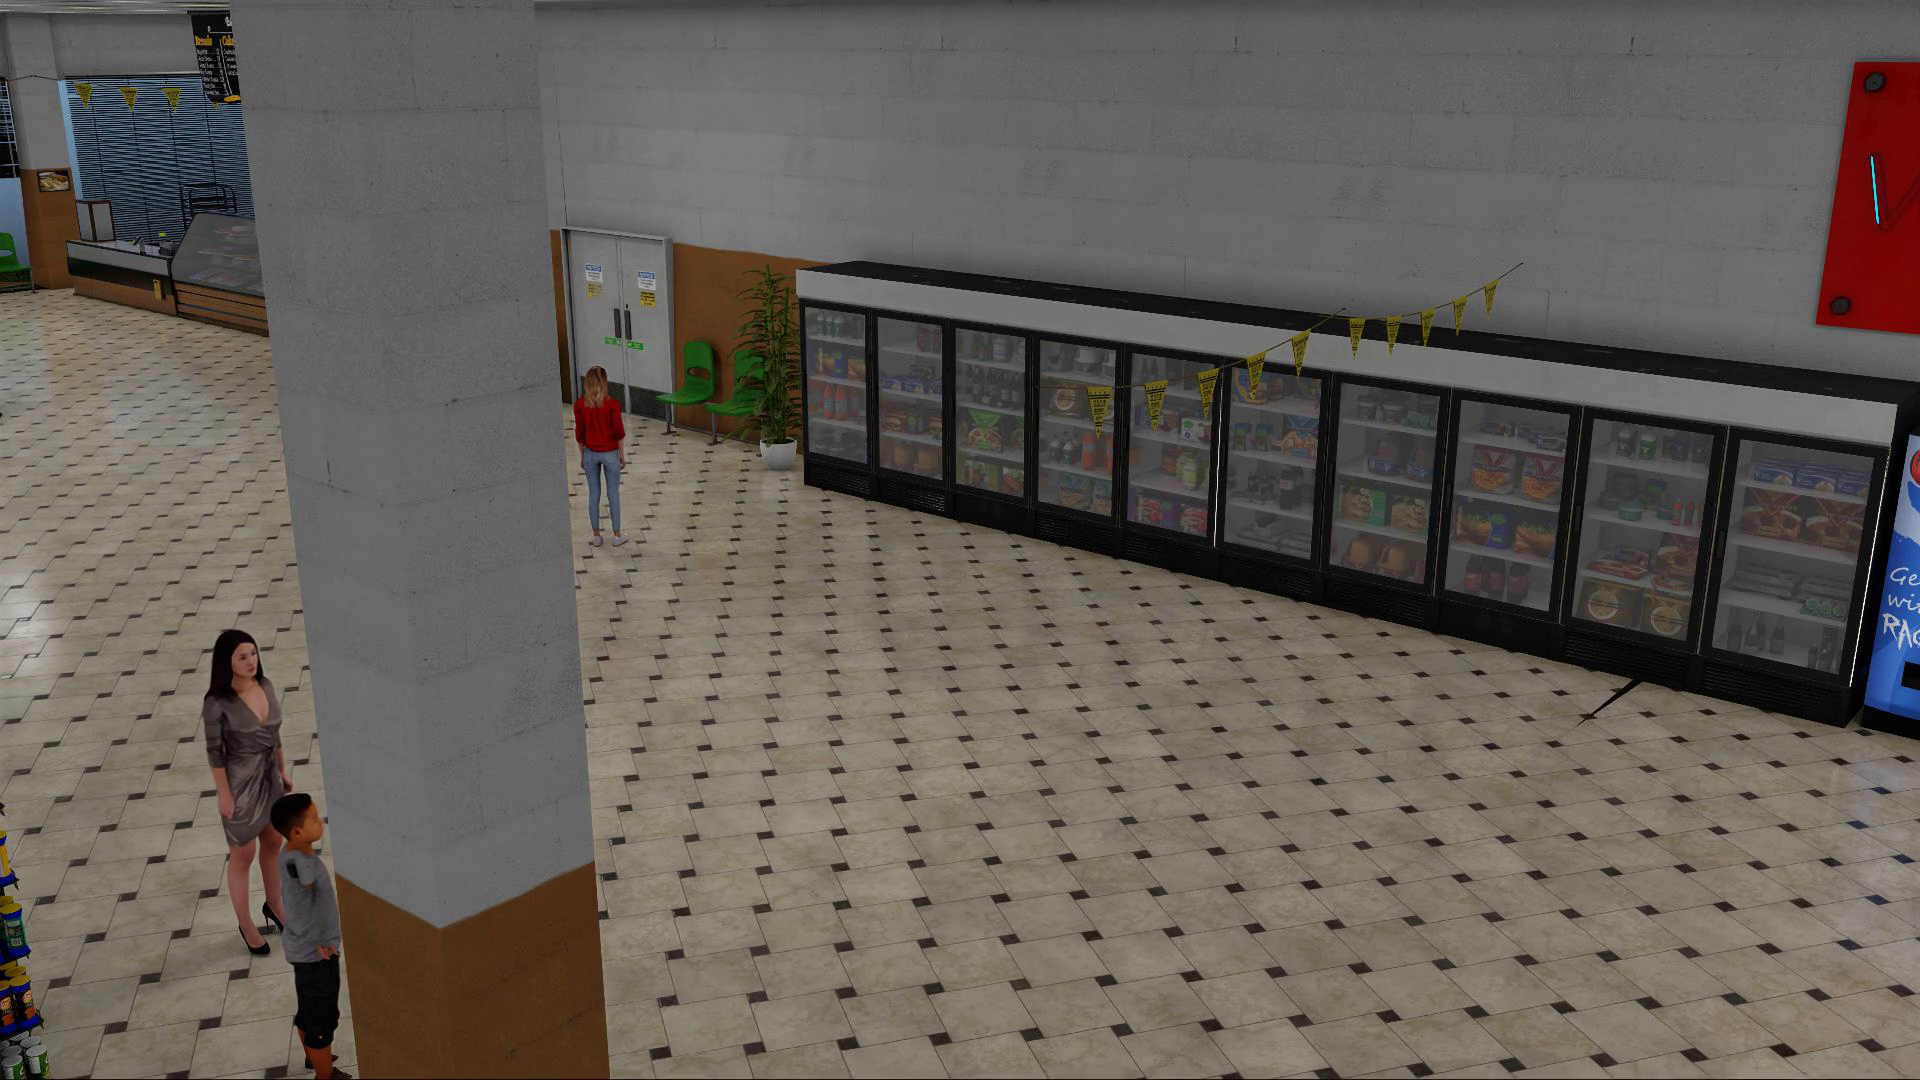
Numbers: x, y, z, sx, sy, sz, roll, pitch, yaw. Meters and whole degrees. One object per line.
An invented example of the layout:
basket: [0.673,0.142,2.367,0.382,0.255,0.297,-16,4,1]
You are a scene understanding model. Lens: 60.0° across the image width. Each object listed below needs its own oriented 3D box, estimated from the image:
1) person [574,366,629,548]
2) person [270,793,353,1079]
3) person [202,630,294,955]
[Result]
person: [-3.344,-0.780,15.498,0.682,1.705,0.715,0,17,1]
person: [-2.947,1.768,7.532,0.624,1.456,0.643,-9,19,-27]
person: [-3.674,1.286,8.620,0.705,1.746,0.539,8,19,24]
